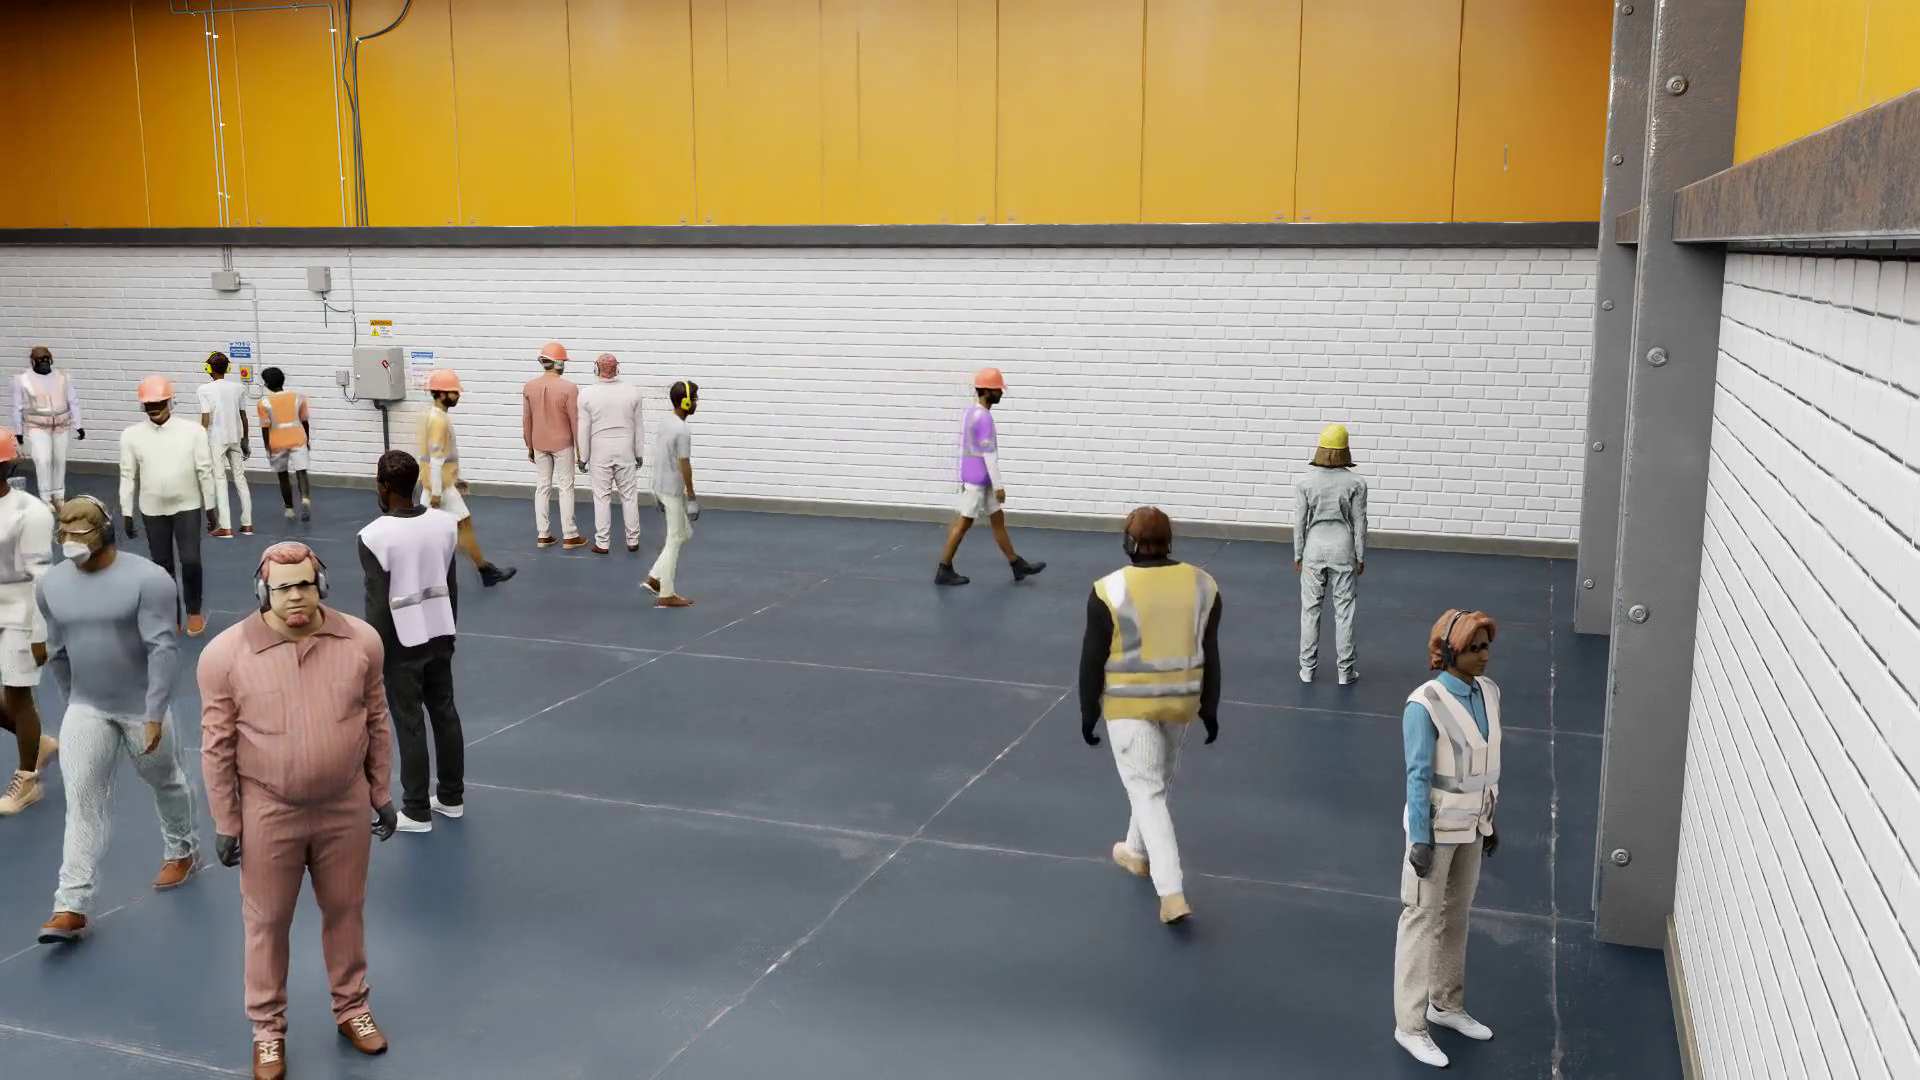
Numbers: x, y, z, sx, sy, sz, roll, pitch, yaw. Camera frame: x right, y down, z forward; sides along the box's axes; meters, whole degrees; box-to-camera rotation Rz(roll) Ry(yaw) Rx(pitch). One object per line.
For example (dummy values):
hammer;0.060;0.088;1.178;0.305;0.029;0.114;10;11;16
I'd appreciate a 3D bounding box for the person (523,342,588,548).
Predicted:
person;-3.915;-0.914;16.102;0.619;1.990;0.395;3;11;17

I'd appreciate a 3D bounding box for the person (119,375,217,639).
person;-5.852;-0.228;12.280;0.645;1.972;0.454;-3;10;-16

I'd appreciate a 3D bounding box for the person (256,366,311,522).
person;-7.087;-1.002;17.513;0.534;1.663;0.753;-6;12;-29

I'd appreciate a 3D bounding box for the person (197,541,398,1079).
person;-2.311;0.944;5.885;0.644;1.907;0.399;-7;12;-34

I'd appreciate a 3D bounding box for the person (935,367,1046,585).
person;0.235;-0.539;14.307;1.005;1.877;0.567;-1;10;-4

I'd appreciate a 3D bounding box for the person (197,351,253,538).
person;-7.383;-0.956;16.689;0.313;1.869;0.528;8;13;38

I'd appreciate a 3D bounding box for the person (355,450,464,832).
person;-2.730;0.507;8.308;0.399;1.920;0.589;5;11;28

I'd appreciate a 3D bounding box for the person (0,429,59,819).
person;-4.900;0.406;8.551;0.643;2.031;0.474;3;11;19

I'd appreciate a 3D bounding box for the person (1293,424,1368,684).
person;2.472;0.096;11.119;0.484;1.744;0.296;3;11;18

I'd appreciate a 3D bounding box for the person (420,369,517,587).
person;-4.337;-0.503;14.093;0.986;1.885;0.568;-5;11;-24

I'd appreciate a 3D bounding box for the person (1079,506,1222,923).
person;0.853;0.746;7.352;0.630;1.791;0.981;-3;11;-18

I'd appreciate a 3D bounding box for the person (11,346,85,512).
person;-9.989;-1.214;18.275;0.640;1.815;0.707;-10;14;-44

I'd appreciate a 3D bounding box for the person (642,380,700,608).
person;-2.301;-0.363;13.437;0.434;1.843;0.518;-5;11;-27

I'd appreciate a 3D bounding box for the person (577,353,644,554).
person;-3.321;-0.820;15.813;0.636;1.911;0.406;-5;11;-25

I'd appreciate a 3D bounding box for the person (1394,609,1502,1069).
person;1.768;1.054;6.014;0.511;1.641;0.307;-9;14;-42

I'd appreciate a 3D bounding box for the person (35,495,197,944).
person;-3.672;0.733;7.200;0.631;1.875;1.069;0;10;-1
